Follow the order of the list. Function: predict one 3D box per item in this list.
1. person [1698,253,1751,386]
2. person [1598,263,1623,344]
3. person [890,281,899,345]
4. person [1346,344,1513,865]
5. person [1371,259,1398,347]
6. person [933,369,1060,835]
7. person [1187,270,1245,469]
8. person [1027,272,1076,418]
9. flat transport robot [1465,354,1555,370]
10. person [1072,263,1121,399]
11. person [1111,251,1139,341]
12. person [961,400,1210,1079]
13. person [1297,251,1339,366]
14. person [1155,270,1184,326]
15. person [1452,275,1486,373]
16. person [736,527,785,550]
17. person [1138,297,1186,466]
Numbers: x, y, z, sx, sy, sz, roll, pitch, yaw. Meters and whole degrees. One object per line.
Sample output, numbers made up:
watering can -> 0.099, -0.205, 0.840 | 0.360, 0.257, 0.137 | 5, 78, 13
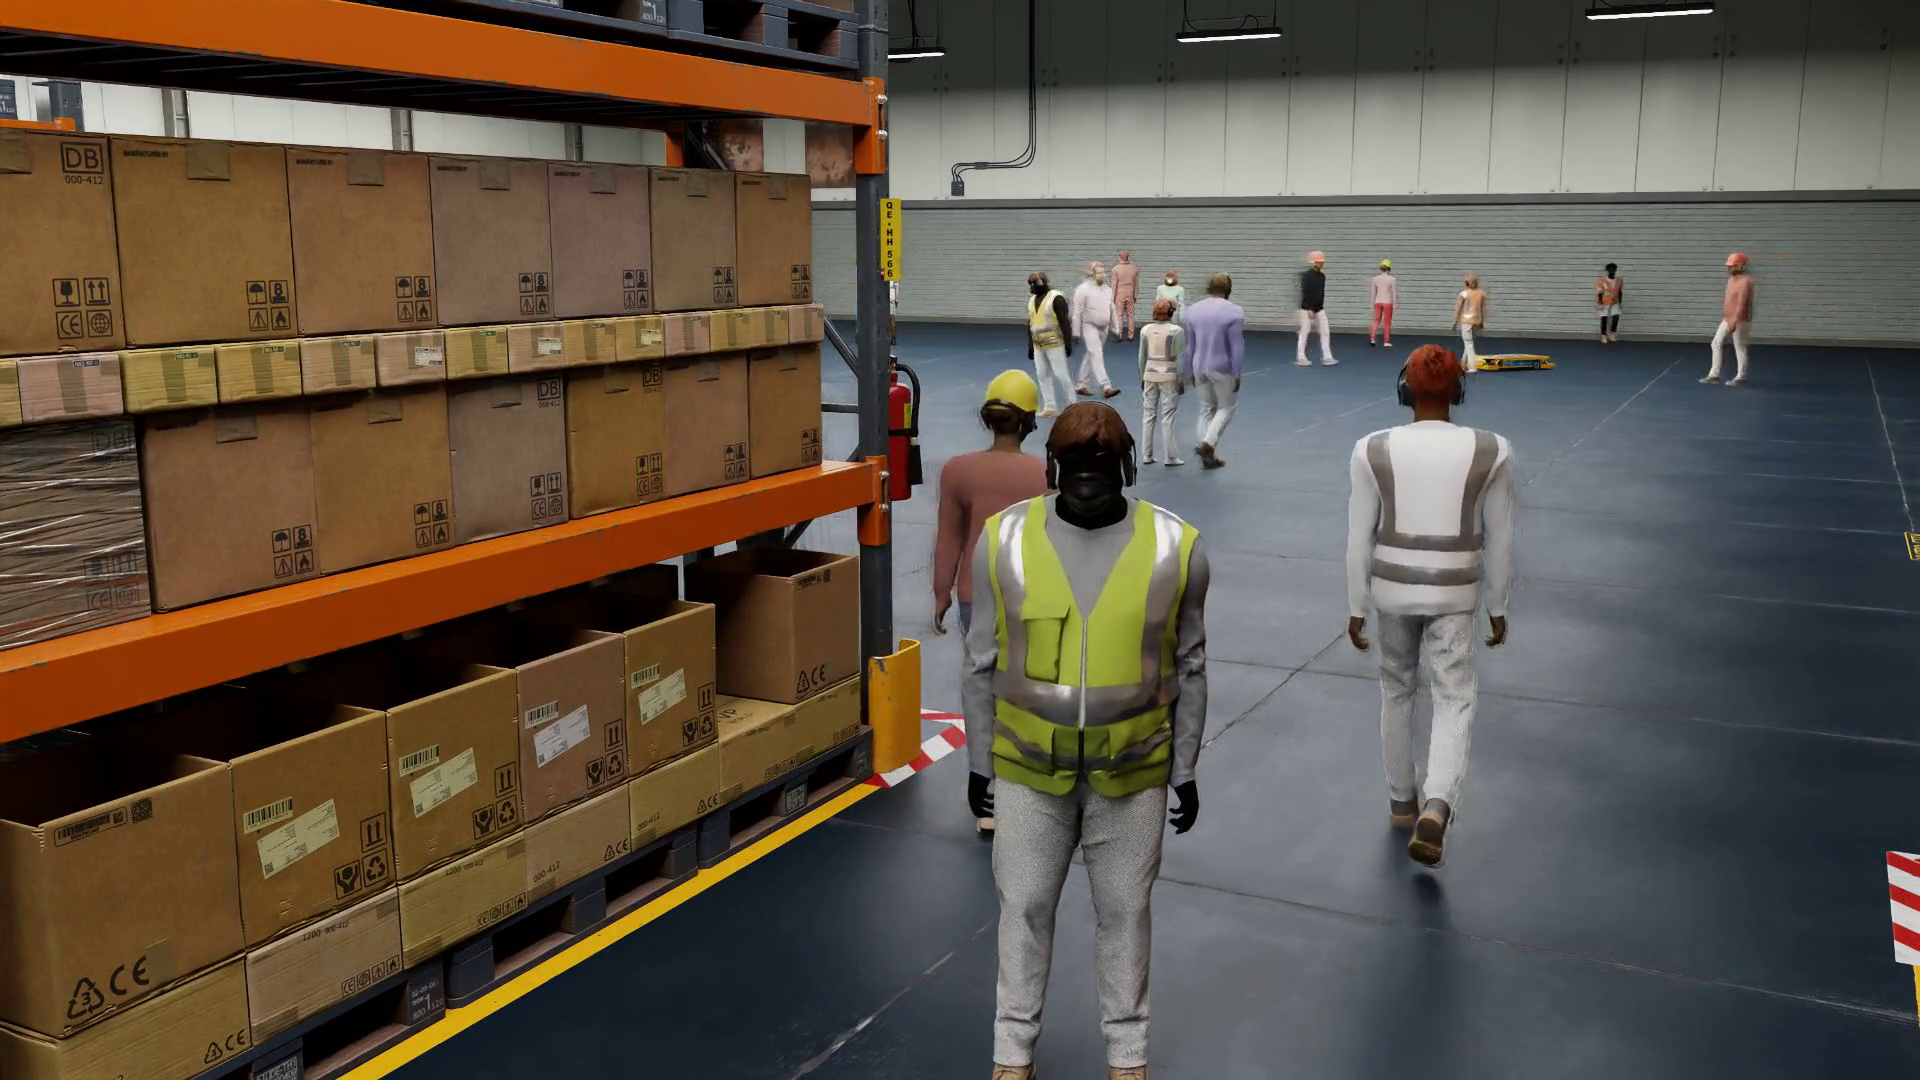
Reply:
person -> 11.384, -3.258, 24.676 | 0.804, 1.966, 0.634 | 0, 10, 0
person -> 13.427, -4.886, 34.408 | 0.525, 1.664, 0.513 | 1, 10, 6
person -> -1.524, -4.925, 33.883 | 0.551, 1.934, 0.373 | -5, 11, -24
person -> 1.688, 0.221, 6.030 | 0.579, 1.860, 0.863 | 3, 11, 17
person -> 8.531, -4.748, 33.396 | 0.540, 1.766, 0.350 | 9, 14, 41
person -> 0.209, 0.210, 6.453 | 0.546, 1.726, 0.864 | 4, 11, 22
person -> 2.400, -1.598, 15.822 | 0.633, 1.917, 0.517 | 9, 14, 40
person -> 1.152, -2.388, 20.445 | 0.633, 1.802, 0.685 | -8, 13, -38
flat transport robot -> 9.199, -2.991, 27.881 | 1.431, 0.197, 0.652 | -5, 11, -23
person -> 1.926, -2.898, 23.050 | 0.671, 1.850, 0.983 | -9, 13, -39
person -> 3.474, -5.184, 35.376 | 0.636, 1.911, 0.406 | -4, 11, -22
person -> 0.309, 0.568, 4.187 | 0.619, 1.845, 0.430 | 1, 10, 5
person -> 6.153, -3.954, 28.524 | 0.623, 1.959, 0.893 | -8, 13, -36
person -> 3.712, -3.978, 29.579 | 0.523, 1.608, 0.669 | 3, 11, 16
person -> 8.317, -3.531, 27.213 | 0.526, 1.595, 0.777 | -3, 11, -18
person -> -1.018, -0.263, 8.753 | 0.538, 1.833, 0.484 | -10, 14, -43
person -> 1.971, -1.542, 16.248 | 0.515, 1.640, 0.315 | 8, 13, 39
